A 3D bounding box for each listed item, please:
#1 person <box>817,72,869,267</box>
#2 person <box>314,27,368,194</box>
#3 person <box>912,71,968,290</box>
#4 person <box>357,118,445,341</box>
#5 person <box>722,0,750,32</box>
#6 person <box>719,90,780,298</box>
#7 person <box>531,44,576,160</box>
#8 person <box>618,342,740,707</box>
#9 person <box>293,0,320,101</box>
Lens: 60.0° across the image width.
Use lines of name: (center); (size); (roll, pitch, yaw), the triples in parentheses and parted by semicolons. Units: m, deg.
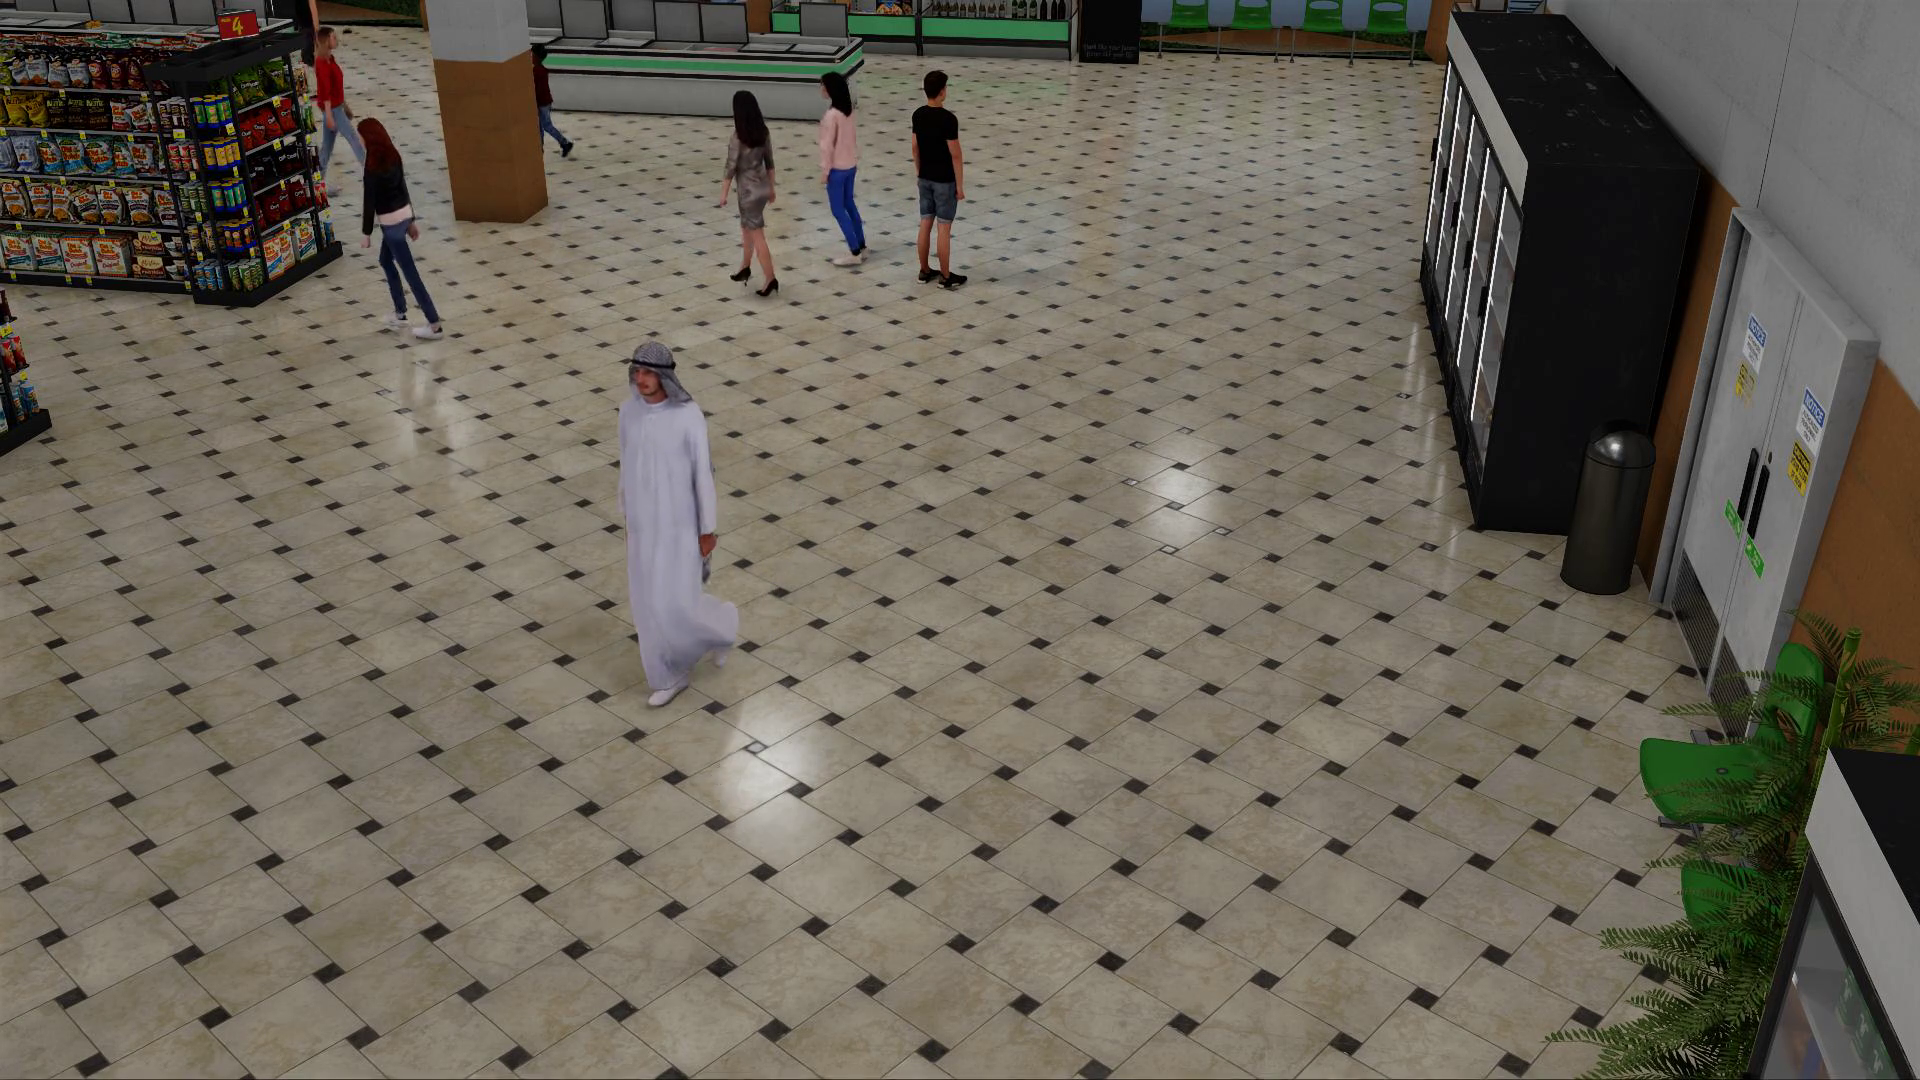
person: (-1.025, -3.283, 14.792); (0.716, 1.735, 0.854); (20, 33, 35)
person: (-6.462, -4.331, 16.937); (1.169, 1.664, 0.946); (-8, 28, -15)
person: (-0.204, -3.100, 14.308); (0.667, 1.847, 0.800); (20, 33, 33)
person: (-4.327, -2.398, 13.014); (0.848, 1.765, 0.592); (7, 28, 14)
person: (-3.237, -7.945, 23.874); (0.752, 1.835, 1.021); (24, 35, 39)
person: (-1.682, -2.871, 13.995); (0.939, 1.722, 0.781); (16, 31, 28)
person: (-4.570, -4.835, 18.402); (0.837, 1.238, 0.528); (3, 27, 6)
person: (-1.415, -0.115, 8.354); (0.906, 1.908, 0.891); (13, 30, 24)
person: (-8.159, -6.465, 21.088); (0.793, 1.716, 0.733); (-16, 31, -28)
